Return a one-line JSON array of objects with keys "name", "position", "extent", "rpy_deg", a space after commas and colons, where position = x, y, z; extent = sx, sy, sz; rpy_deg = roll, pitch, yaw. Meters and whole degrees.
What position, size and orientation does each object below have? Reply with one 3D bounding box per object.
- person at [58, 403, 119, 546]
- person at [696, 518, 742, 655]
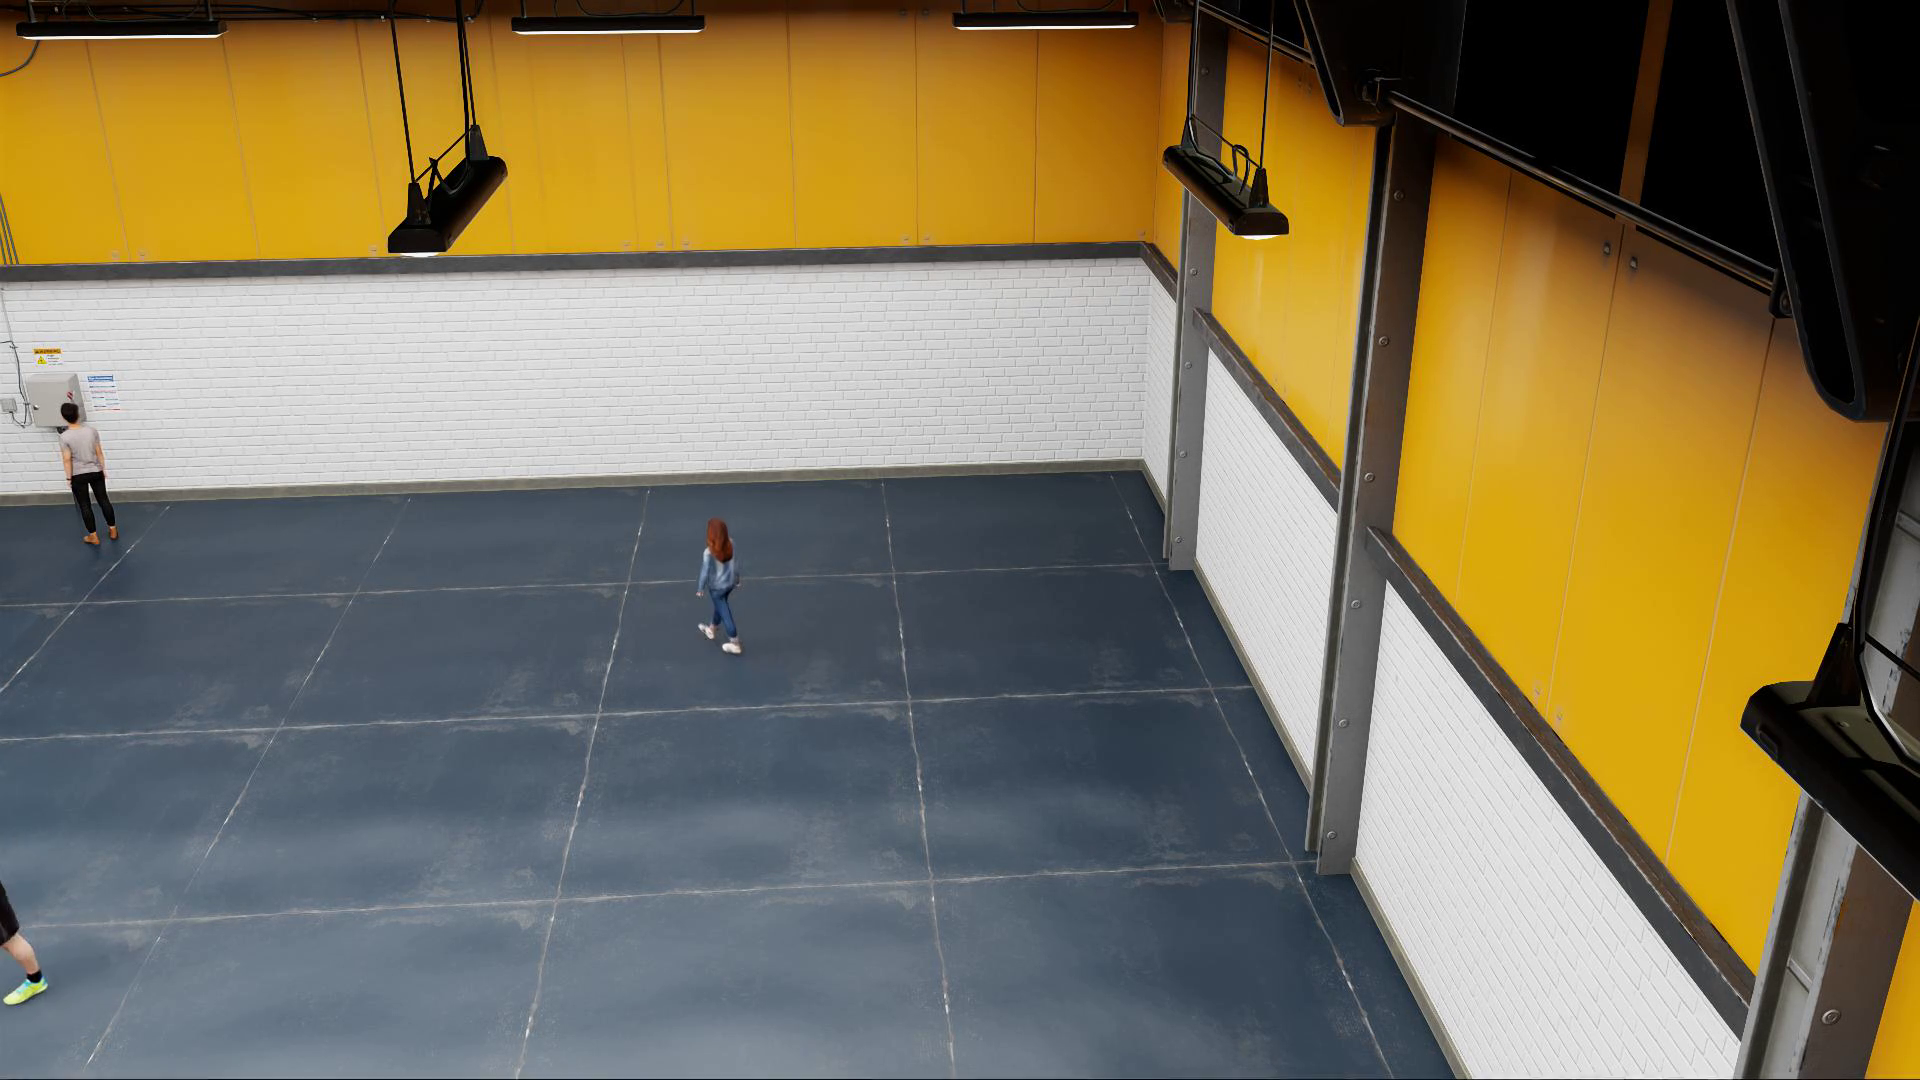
[{"name": "person", "position": [-10.276, -0.791, 19.543], "extent": [0.726, 1.716, 0.682], "rpy_deg": [21, 31, 39]}, {"name": "person", "position": [-2.377, 0.492, 16.935], "extent": [0.963, 1.456, 0.924], "rpy_deg": [16, 29, 33]}]
